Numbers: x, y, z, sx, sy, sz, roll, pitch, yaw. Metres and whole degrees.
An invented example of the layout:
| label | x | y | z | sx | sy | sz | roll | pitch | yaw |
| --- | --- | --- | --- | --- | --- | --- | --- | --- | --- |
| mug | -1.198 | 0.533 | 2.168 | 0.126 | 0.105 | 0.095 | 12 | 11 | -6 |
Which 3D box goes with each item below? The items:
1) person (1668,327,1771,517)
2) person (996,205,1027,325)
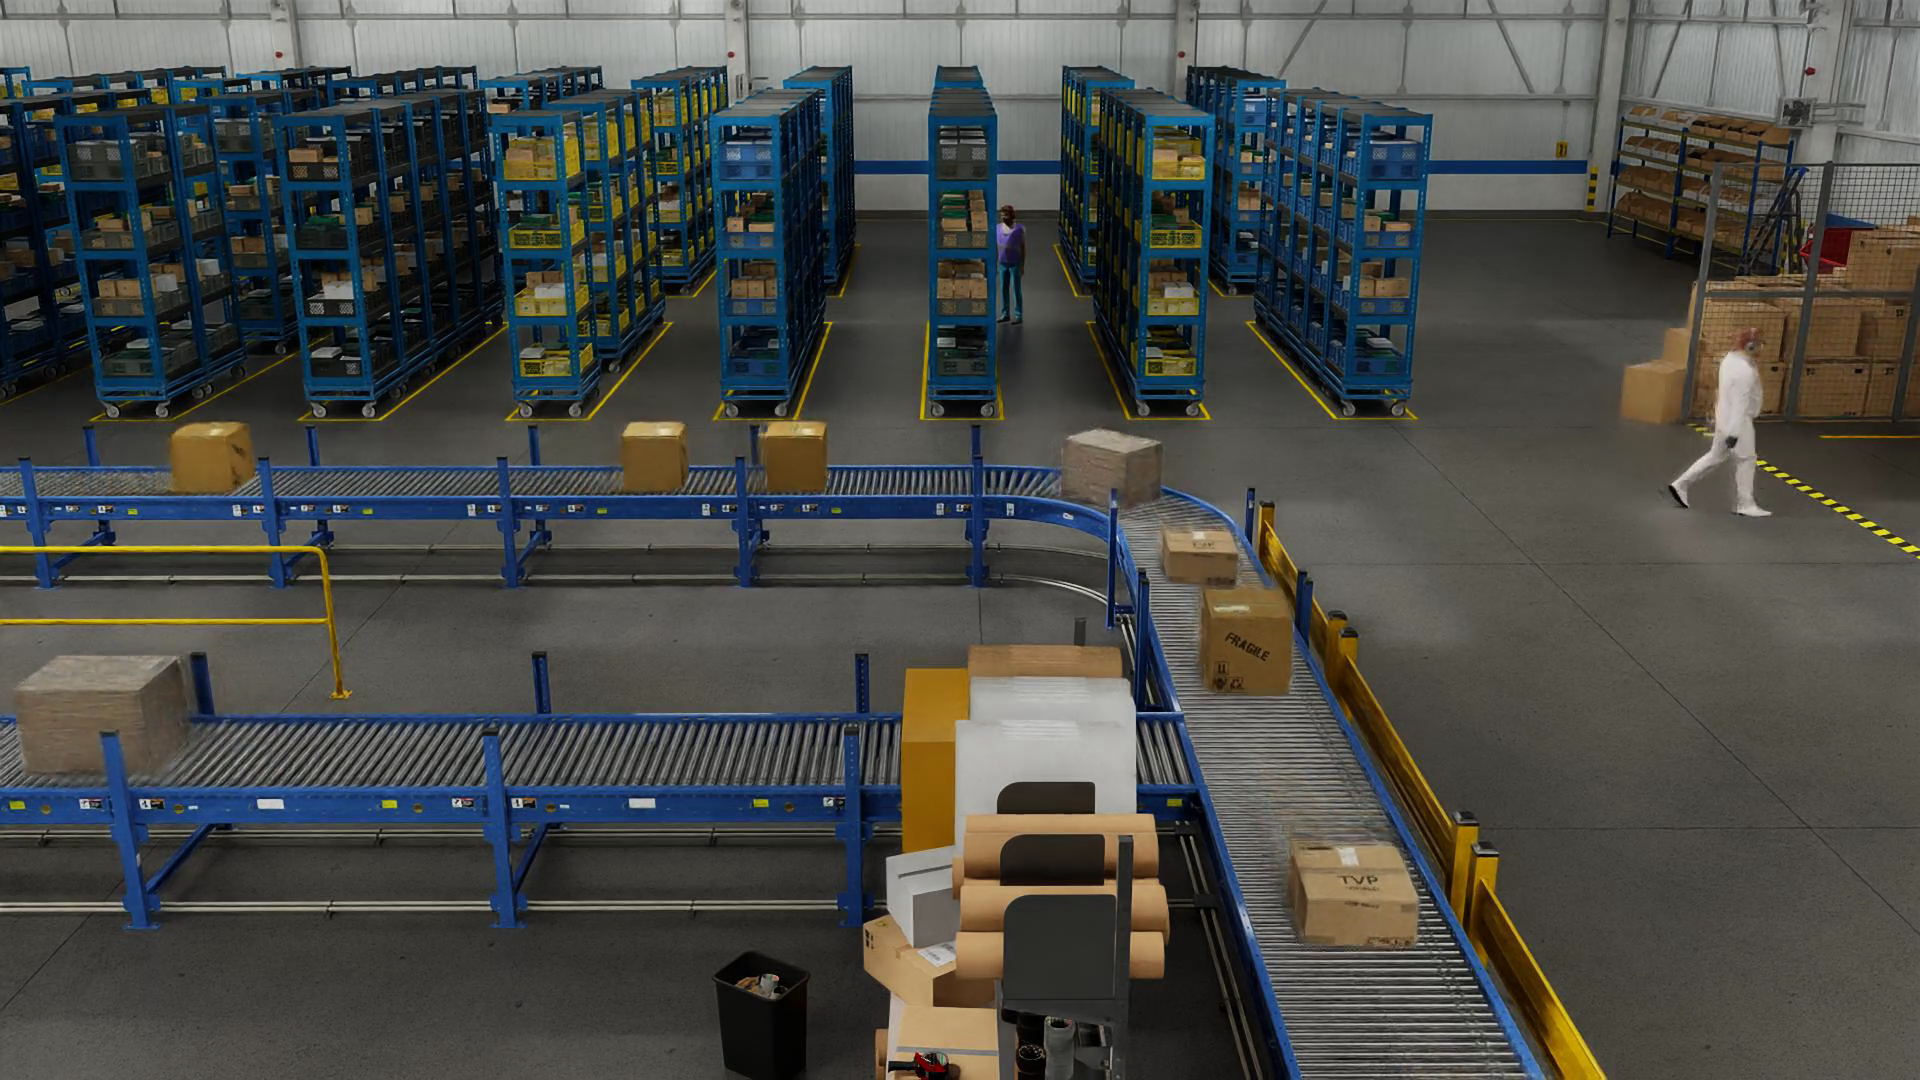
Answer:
| label | x | y | z | sx | sy | sz | roll | pitch | yaw |
| --- | --- | --- | --- | --- | --- | --- | --- | --- | --- |
| person | 7.494 | -1.160 | 16.183 | 0.878 | 1.876 | 0.649 | 3 | 18 | 8 |
| person | 0.772 | -4.290 | 25.897 | 0.569 | 1.831 | 0.411 | 11 | 21 | 30 |
